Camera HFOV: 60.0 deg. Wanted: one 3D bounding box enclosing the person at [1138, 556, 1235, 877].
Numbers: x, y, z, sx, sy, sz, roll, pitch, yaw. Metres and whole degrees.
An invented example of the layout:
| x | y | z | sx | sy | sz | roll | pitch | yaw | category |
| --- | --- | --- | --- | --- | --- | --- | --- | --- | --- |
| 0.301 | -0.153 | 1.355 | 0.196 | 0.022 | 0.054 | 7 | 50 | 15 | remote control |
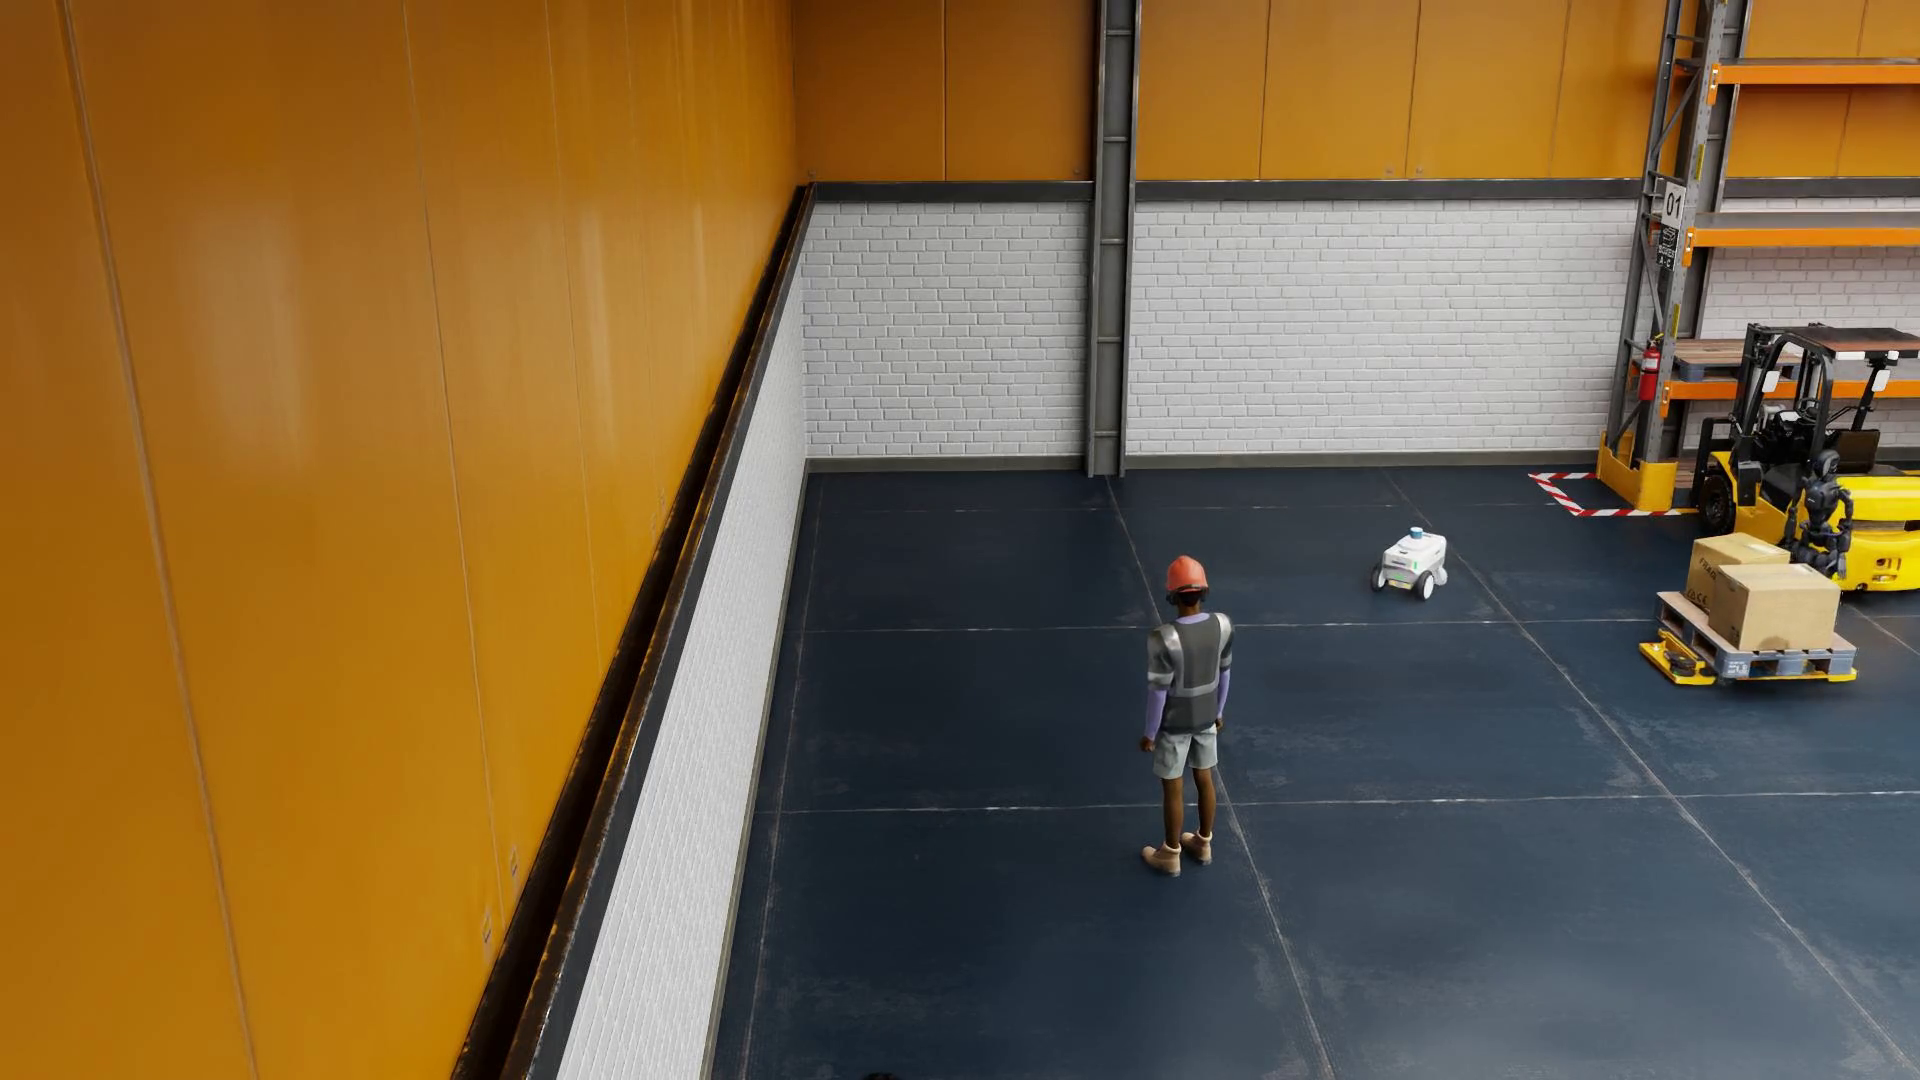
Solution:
| x | y | z | sx | sy | sz | roll | pitch | yaw | category |
| --- | --- | --- | --- | --- | --- | --- | --- | --- | --- |
| 1.350 | 1.072 | 10.099 | 0.604 | 2.037 | 0.390 | -11 | 23 | -27 | person |

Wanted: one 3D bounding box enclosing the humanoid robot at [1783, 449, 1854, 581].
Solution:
| x | y | z | sx | sy | sz | roll | pitch | yaw | category |
| --- | --- | --- | --- | --- | --- | --- | --- | --- | --- |
| 6.940 | 0.052 | 13.399 | 0.415 | 1.636 | 0.587 | -11 | 23 | -28 | humanoid robot |

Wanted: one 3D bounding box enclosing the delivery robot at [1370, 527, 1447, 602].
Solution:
| x | y | z | sx | sy | sz | roll | pitch | yaw | category |
| --- | --- | --- | --- | --- | --- | --- | --- | --- | --- |
| 3.983 | 0.187 | 14.618 | 0.507 | 0.585 | 0.757 | 14 | 25 | 34 | delivery robot |

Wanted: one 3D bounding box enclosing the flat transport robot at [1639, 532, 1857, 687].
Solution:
| x | y | z | sx | sy | sz | roll | pitch | yaw | category |
| --- | --- | --- | --- | --- | --- | --- | --- | --- | --- |
| 6.186 | 0.914 | 13.075 | 1.431 | 0.231 | 0.659 | -1 | 20 | -3 | flat transport robot |

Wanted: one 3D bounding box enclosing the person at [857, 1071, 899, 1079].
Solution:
| x | y | z | sx | sy | sz | roll | pitch | yaw | category |
| --- | --- | --- | --- | --- | --- | --- | --- | --- | --- |
| -0.284 | 2.698 | 6.175 | 0.318 | 1.696 | 0.536 | -7 | 21 | -17 | person |

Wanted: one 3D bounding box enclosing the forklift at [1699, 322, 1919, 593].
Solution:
| x | y | z | sx | sy | sz | roll | pitch | yaw | category |
| --- | --- | --- | --- | --- | --- | --- | --- | --- | --- |
| 7.809 | -0.792 | 14.926 | 1.214 | 2.155 | 2.313 | -1 | 20 | -2 | forklift |
